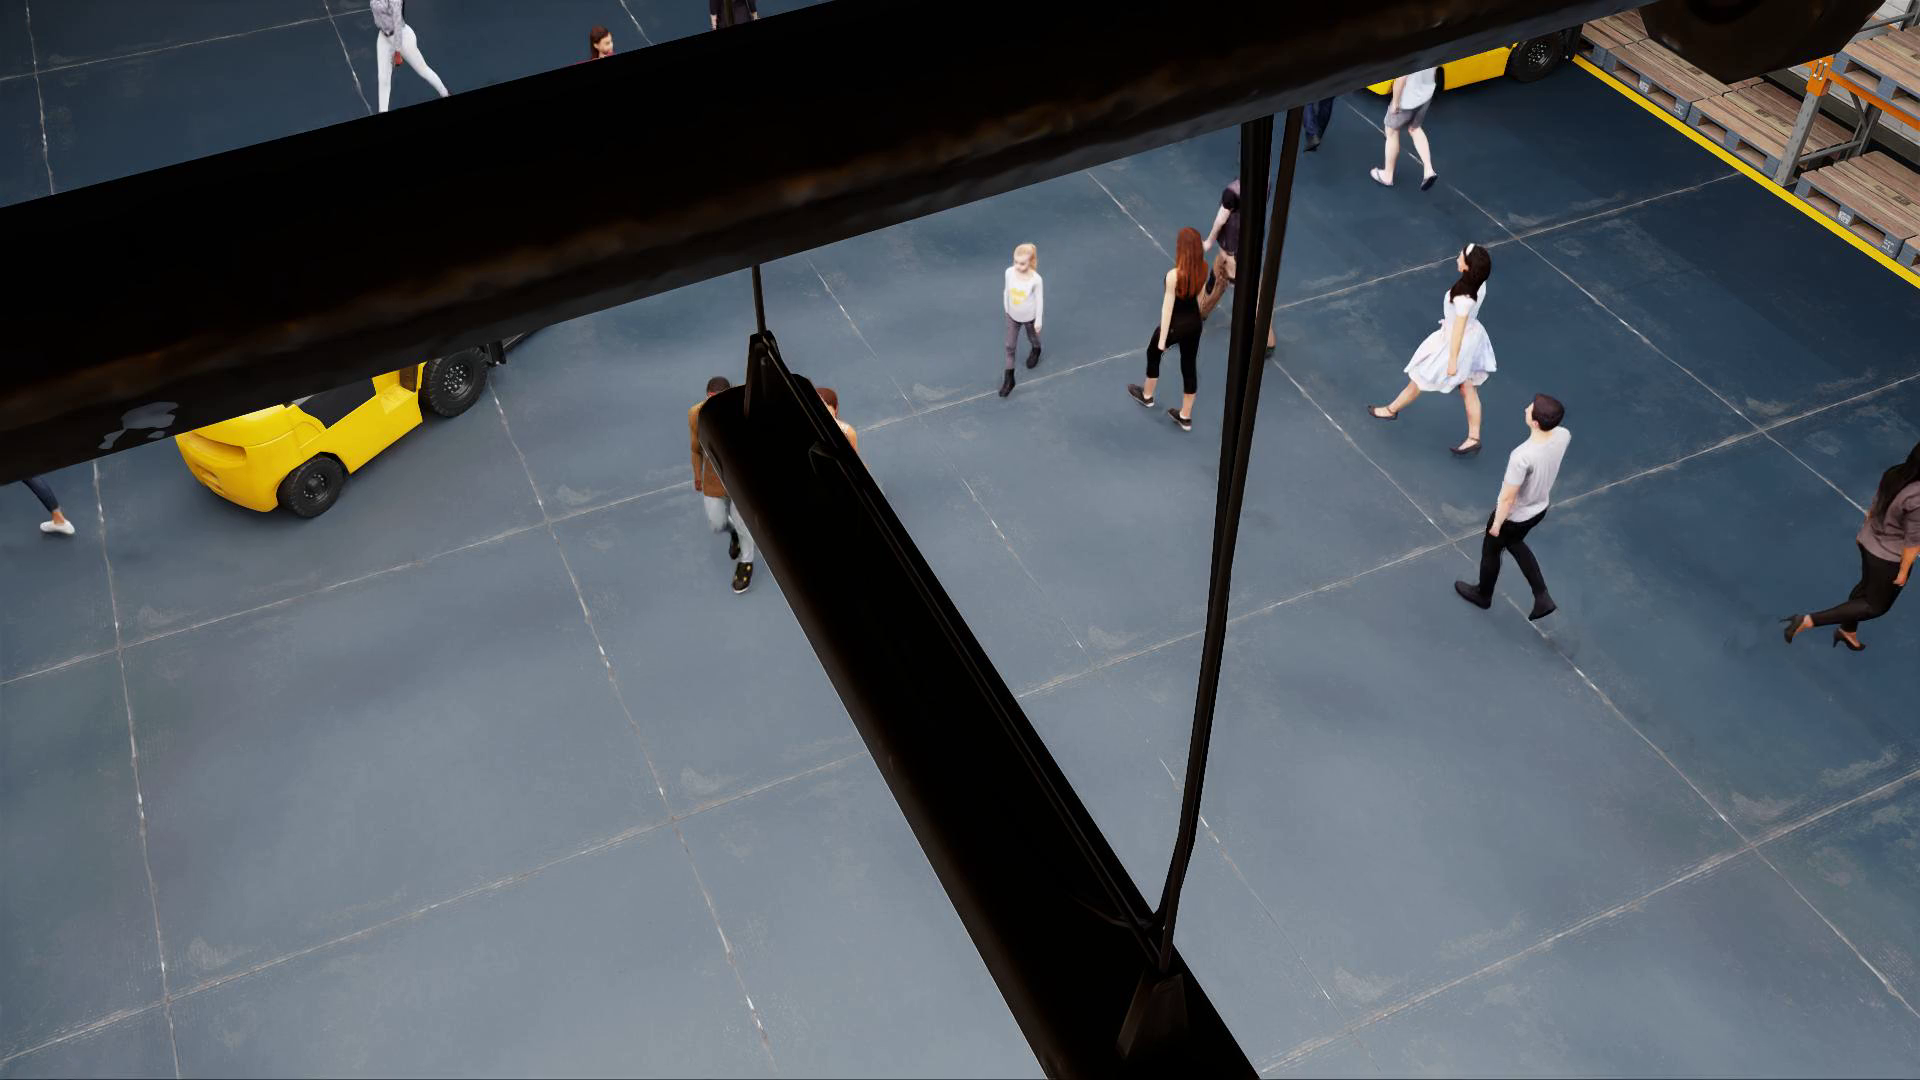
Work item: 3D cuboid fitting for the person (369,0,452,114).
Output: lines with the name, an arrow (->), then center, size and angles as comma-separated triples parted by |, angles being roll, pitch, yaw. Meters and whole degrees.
person -> -5.331, -4.795, 16.032 | 1.223, 1.668, 1.018 | 31, 52, 28

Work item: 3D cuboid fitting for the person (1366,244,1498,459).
person -> 3.767, -1.344, 12.340 | 1.259, 1.763, 1.037 | 25, 49, 24

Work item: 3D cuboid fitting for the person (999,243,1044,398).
person -> 0.531, -1.818, 13.205 | 0.891, 1.256, 0.925 | 17, 46, 17

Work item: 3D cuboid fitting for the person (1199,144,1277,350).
person -> 2.319, -2.315, 13.342 | 1.308, 1.787, 1.046 | 29, 51, 27

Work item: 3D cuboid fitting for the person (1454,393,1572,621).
person -> 3.783, -0.153, 11.031 | 0.757, 1.846, 0.985 | -24, 49, -23

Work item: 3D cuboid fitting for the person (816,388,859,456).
person -> -0.898, -0.381, 11.345 | 0.998, 1.742, 1.237 | 4, 44, 4

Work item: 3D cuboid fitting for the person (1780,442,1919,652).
person -> 5.885, 0.101, 10.785 | 0.974, 1.816, 0.991 | 4, 44, 4

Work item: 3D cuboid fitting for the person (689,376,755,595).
person -> -1.560, -0.462, 11.384 | 0.871, 1.805, 0.936 | 6, 44, 6

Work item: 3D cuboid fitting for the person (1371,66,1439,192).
person -> 4.156, -3.963, 15.053 | 0.670, 1.814, 0.912 | -20, 47, -20

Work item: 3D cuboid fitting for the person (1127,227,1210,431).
person -> 1.719, -1.554, 12.601 | 0.665, 1.708, 0.897 | -22, 48, -22

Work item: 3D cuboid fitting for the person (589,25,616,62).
person -> -3.276, -4.007, 15.305 | 1.013, 1.530, 0.955 | 14, 45, 14

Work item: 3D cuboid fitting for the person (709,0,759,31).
person -> -2.145, -4.839, 15.991 | 0.693, 1.789, 0.882 | -11, 45, -11
